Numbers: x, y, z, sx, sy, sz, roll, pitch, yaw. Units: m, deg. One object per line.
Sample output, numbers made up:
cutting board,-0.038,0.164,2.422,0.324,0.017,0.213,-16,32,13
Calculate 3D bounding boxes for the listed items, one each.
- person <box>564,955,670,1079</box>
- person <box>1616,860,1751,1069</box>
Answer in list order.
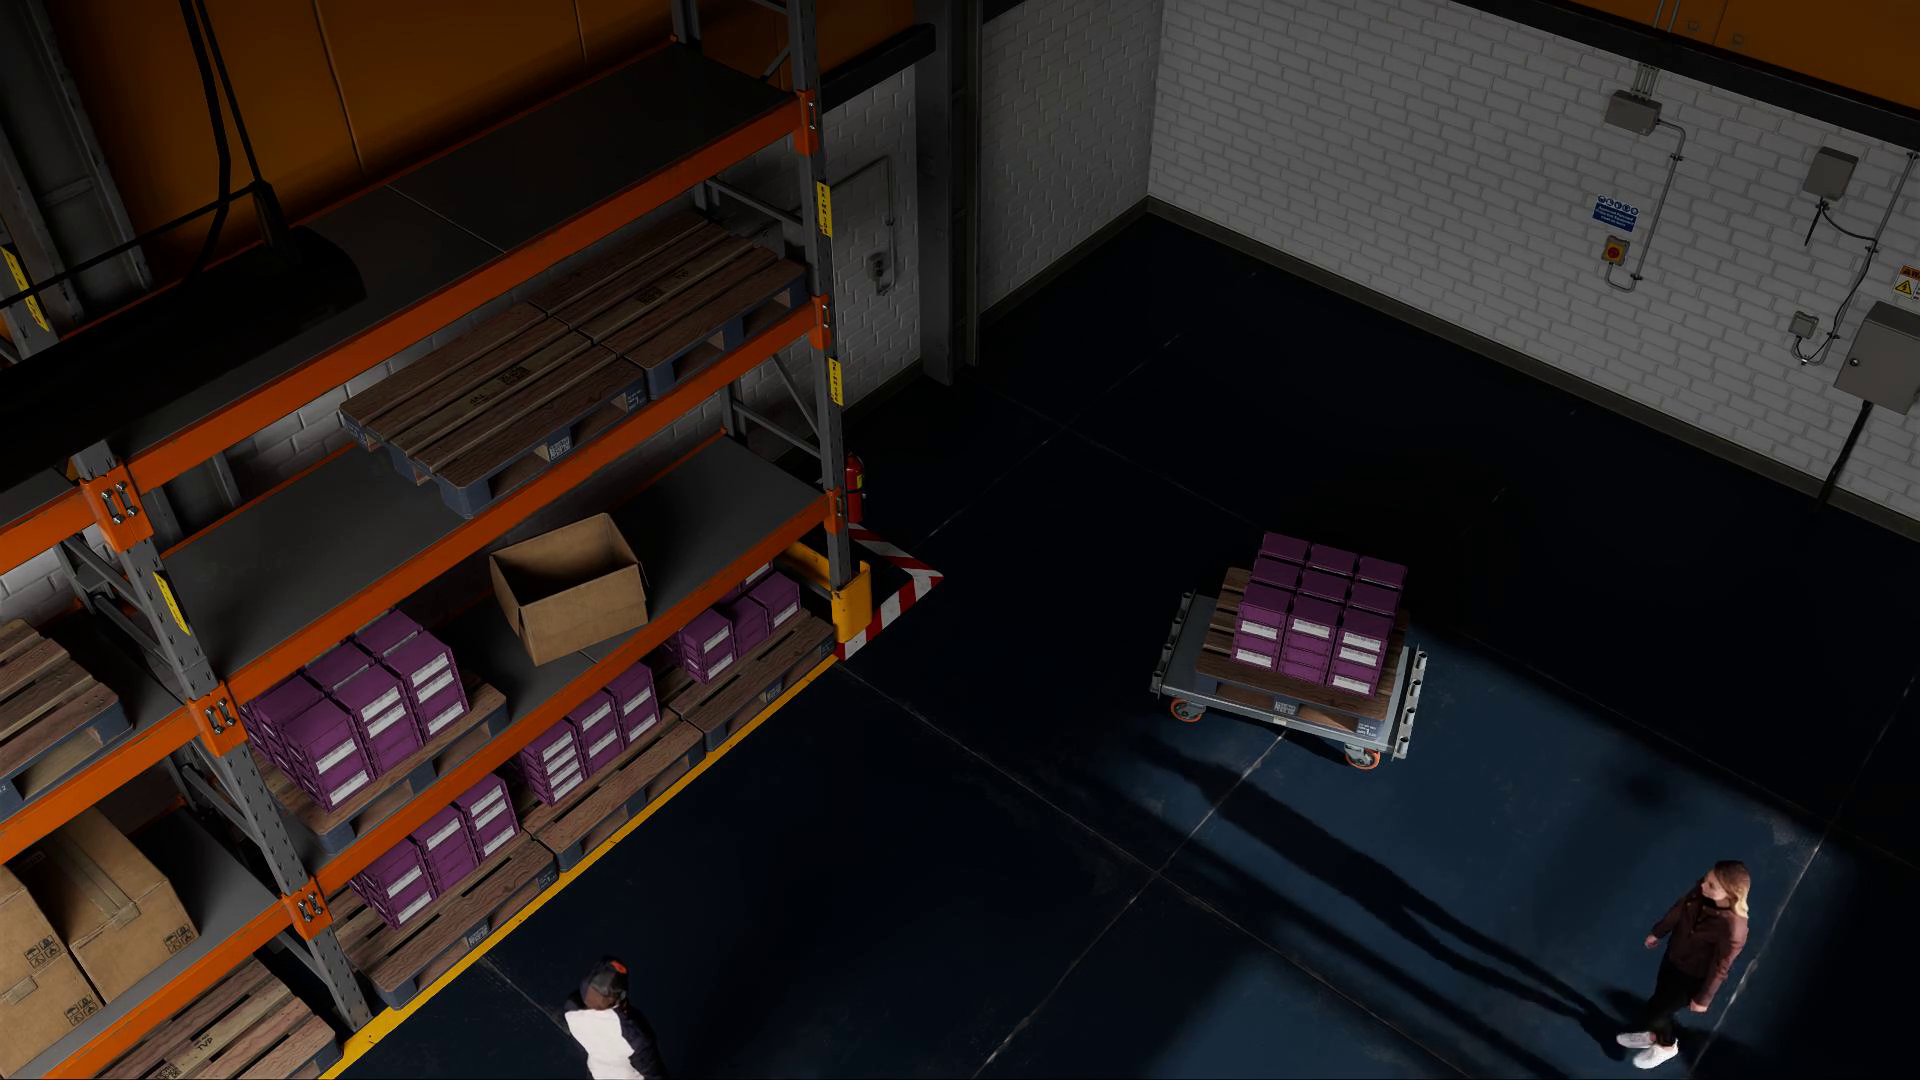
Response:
person,-1.612,2.617,8.072,0.710,1.892,0.633,22,48,22
person,3.861,2.211,8.642,0.772,1.693,0.684,1,44,2
